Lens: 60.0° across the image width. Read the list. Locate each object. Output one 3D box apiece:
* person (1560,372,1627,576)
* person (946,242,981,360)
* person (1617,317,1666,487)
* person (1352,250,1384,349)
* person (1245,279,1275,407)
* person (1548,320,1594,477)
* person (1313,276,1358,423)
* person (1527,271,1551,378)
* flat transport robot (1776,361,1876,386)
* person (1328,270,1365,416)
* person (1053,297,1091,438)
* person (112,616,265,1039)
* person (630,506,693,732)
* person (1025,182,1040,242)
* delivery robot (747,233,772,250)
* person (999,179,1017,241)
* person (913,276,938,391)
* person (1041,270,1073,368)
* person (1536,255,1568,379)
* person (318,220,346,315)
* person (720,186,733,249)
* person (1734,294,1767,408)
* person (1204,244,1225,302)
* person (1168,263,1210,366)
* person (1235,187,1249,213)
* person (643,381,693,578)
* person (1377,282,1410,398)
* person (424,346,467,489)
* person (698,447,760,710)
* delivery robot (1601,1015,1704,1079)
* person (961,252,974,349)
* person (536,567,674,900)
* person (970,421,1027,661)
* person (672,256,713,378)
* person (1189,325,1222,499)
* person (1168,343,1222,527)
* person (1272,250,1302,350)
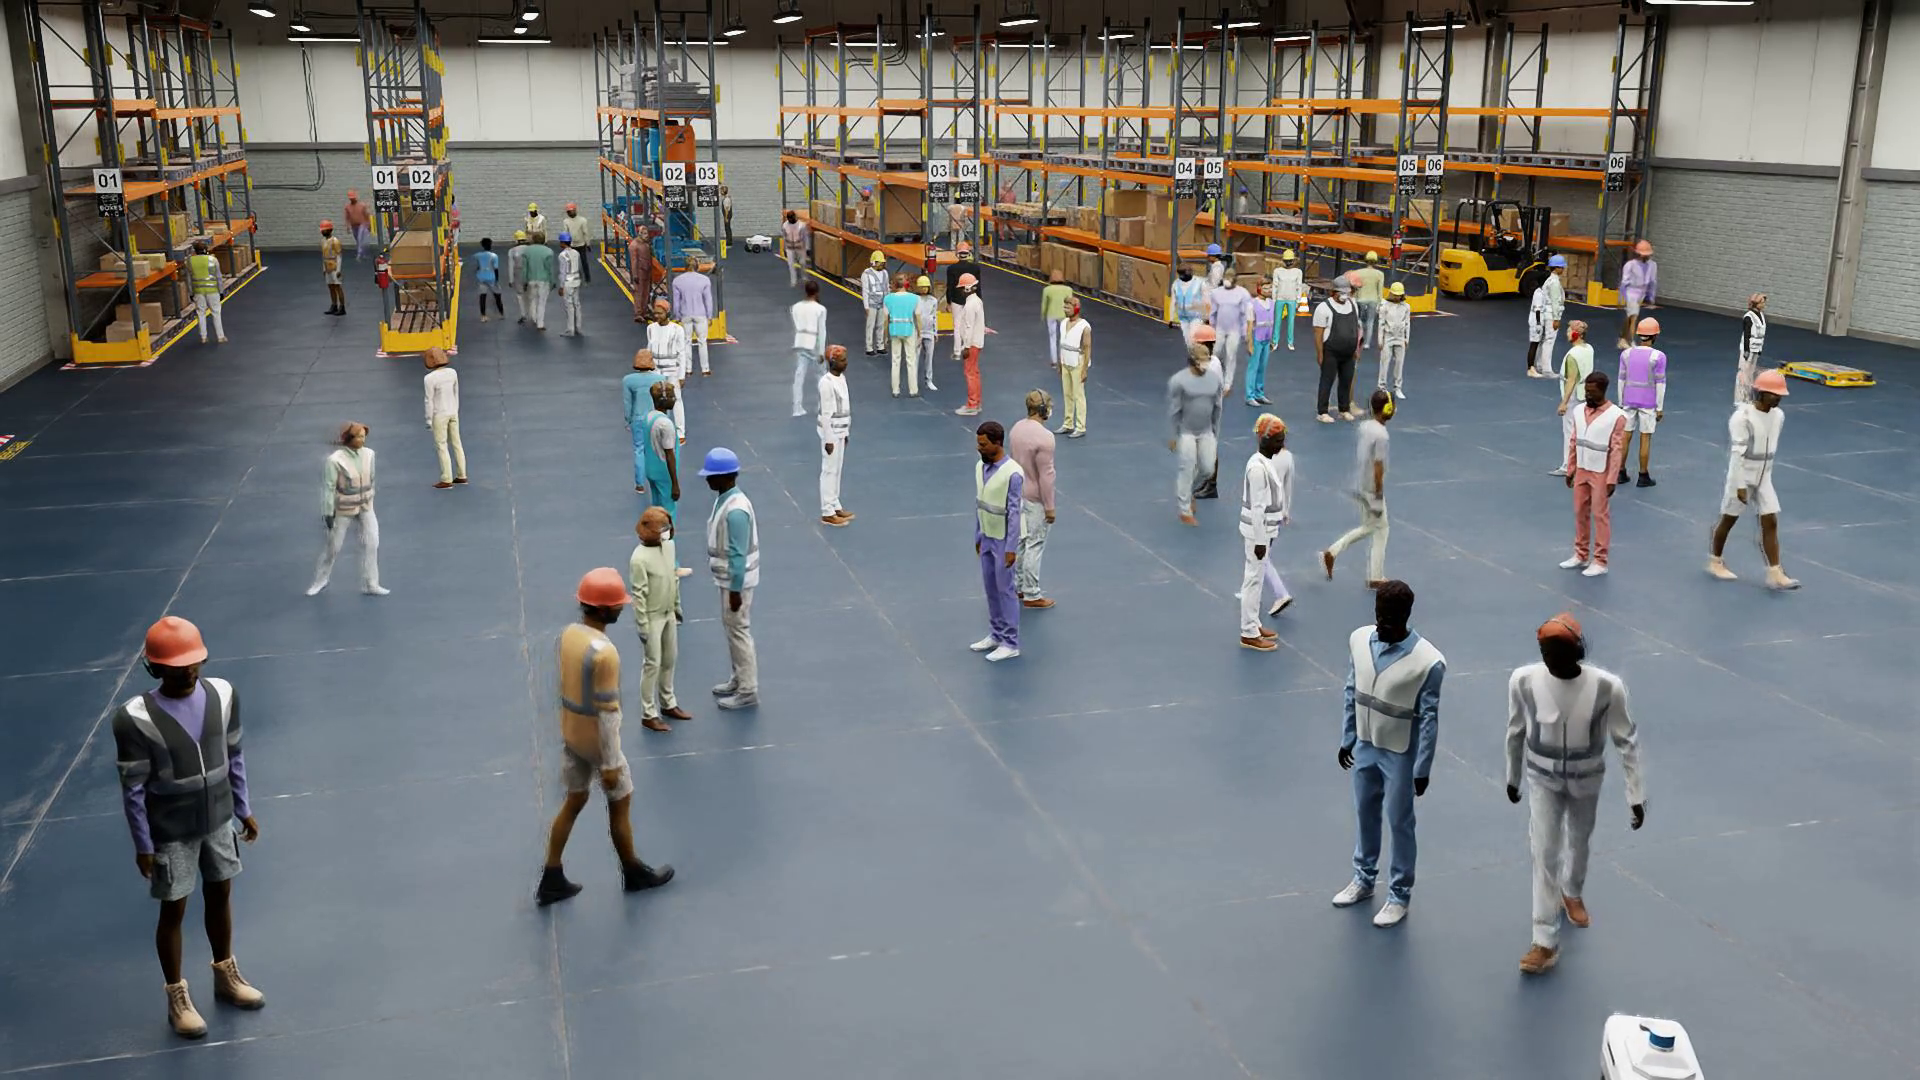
[{"bbox_3d":[5.947,-0.633,15.583,0.387,1.907,0.600,-7,16,-24],"label":"person"},{"bbox_3d":[0.051,-4.064,28.318,0.623,1.992,0.396,-5,16,-17],"label":"person"},{"bbox_3d":[7.805,-1.577,19.060,0.349,1.943,0.542,-14,20,-41],"label":"person"},{"bbox_3d":[7.199,-4.226,29.372,0.549,1.752,0.470,2,15,9],"label":"person"},{"bbox_3d":[4.334,-2.863,24.083,0.381,1.845,0.570,14,20,42],"label":"person"},{"bbox_3d":[7.217,-1.654,19.532,0.390,1.847,0.562,12,19,37],"label":"person"},{"bbox_3d":[5.195,-2.626,22.818,0.685,2.000,0.536,-7,16,-24],"label":"person"},{"bbox_3d":[9.247,-3.445,26.569,0.319,1.693,0.532,6,16,22],"label":"person"},{"bbox_3d":[13.652,-2.632,26.234,0.652,0.197,1.431,-3,15,-12],"label":"flat transport robot"},{"bbox_3d":[5.393,-2.771,23.376,0.396,2.041,0.610,-9,17,-31],"label":"person"},{"bbox_3d":[1.502,-2.269,21.848,0.374,1.843,0.575,-10,18,-32],"label":"person"},{"bbox_3d":[-3.631,1.335,7.907,0.396,2.044,0.609,10,18,34],"label":"person"},{"bbox_3d":[-2.121,0.546,11.686,0.283,1.623,0.509,6,16,21],"label":"person"},{"bbox_3d":[2.252,-10.163,51.550,0.530,1.853,0.347,6,16,20],"label":"person"},{"bbox_3d":[-5.808,-8.635,48.099,0.707,0.478,0.477,-12,19,-37],"label":"delivery robot"},{"bbox_3d":[1.499,-10.308,52.010,0.650,1.900,0.399,-8,17,-28],"label":"person"},{"bbox_3d":[-0.556,-3.140,25.320,0.487,1.746,0.290,-7,16,-24],"label":"person"},{"bbox_3d":[1.613,-3.708,27.751,0.511,1.587,0.845,0,15,0],"label":"person"},{"bbox_3d":[9.410,-3.554,26.484,0.381,1.951,0.605,1,15,3],"label":"person"},{"bbox_3d":[-12.914,-5.581,34.137,0.552,1.935,0.373,11,18,36],"label":"person"},{"bbox_3d":[-6.925,-9.569,49.337,0.350,1.838,0.504,-1,15,-5],"label":"person"},{"bbox_3d":[11.396,-2.727,23.966,0.307,1.641,0.514,14,20,42],"label":"person"},{"bbox_3d":[4.366,-4.093,28.536,0.413,1.941,0.605,3,15,10],"label":"person"},{"bbox_3d":[3.707,-3.576,26.868,0.653,1.795,0.624,12,19,38],"label":"person"},{"bbox_3d":[8.049,-9.140,47.613,0.524,1.910,0.622,1,15,5],"label":"person"},{"bbox_3d":[-2.740,-0.563,15.428,0.330,1.844,0.520,-10,18,-33],"label":"person"},{"bbox_3d":[6.429,-2.953,24.646,0.494,1.729,0.325,-3,15,-10],"label":"person"},{"bbox_3d":[-5.908,-1.400,19.012,0.295,1.628,0.500,8,17,26],"label":"person"},{"bbox_3d":[-1.672,0.271,12.123,0.420,1.937,0.607,-4,15,-15],"label":"person"},{"bbox_3d":[2.940,2.282,7.019,0.477,0.478,0.707,3,15,12],"label":"delivery robot"},{"bbox_3d":[0.114,-4.258,29.528,0.295,1.743,0.493,5,16,19],"label":"person"},{"bbox_3d":[-2.016,1.079,9.148,0.637,1.935,0.580,-12,19,-39],"label":"person"},{"bbox_3d":[0.298,-0.009,13.240,0.414,1.907,0.592,-9,17,-30],"label":"person"},{"bbox_3d":[-4.244,-3.549,26.496,0.627,1.935,0.371,1,15,2],"label":"person"},{"bbox_3d":[2.711,-1.424,18.494,0.375,1.935,0.551,-1,15,-3],"label":"person"},{"bbox_3d":[2.430,-1.107,17.342,0.633,1.925,0.499,-5,16,-20],"label":"person"},{"bbox_3d":[5.779,-4.249,29.452,0.523,1.769,0.313,2,15,8],"label":"person"}]
